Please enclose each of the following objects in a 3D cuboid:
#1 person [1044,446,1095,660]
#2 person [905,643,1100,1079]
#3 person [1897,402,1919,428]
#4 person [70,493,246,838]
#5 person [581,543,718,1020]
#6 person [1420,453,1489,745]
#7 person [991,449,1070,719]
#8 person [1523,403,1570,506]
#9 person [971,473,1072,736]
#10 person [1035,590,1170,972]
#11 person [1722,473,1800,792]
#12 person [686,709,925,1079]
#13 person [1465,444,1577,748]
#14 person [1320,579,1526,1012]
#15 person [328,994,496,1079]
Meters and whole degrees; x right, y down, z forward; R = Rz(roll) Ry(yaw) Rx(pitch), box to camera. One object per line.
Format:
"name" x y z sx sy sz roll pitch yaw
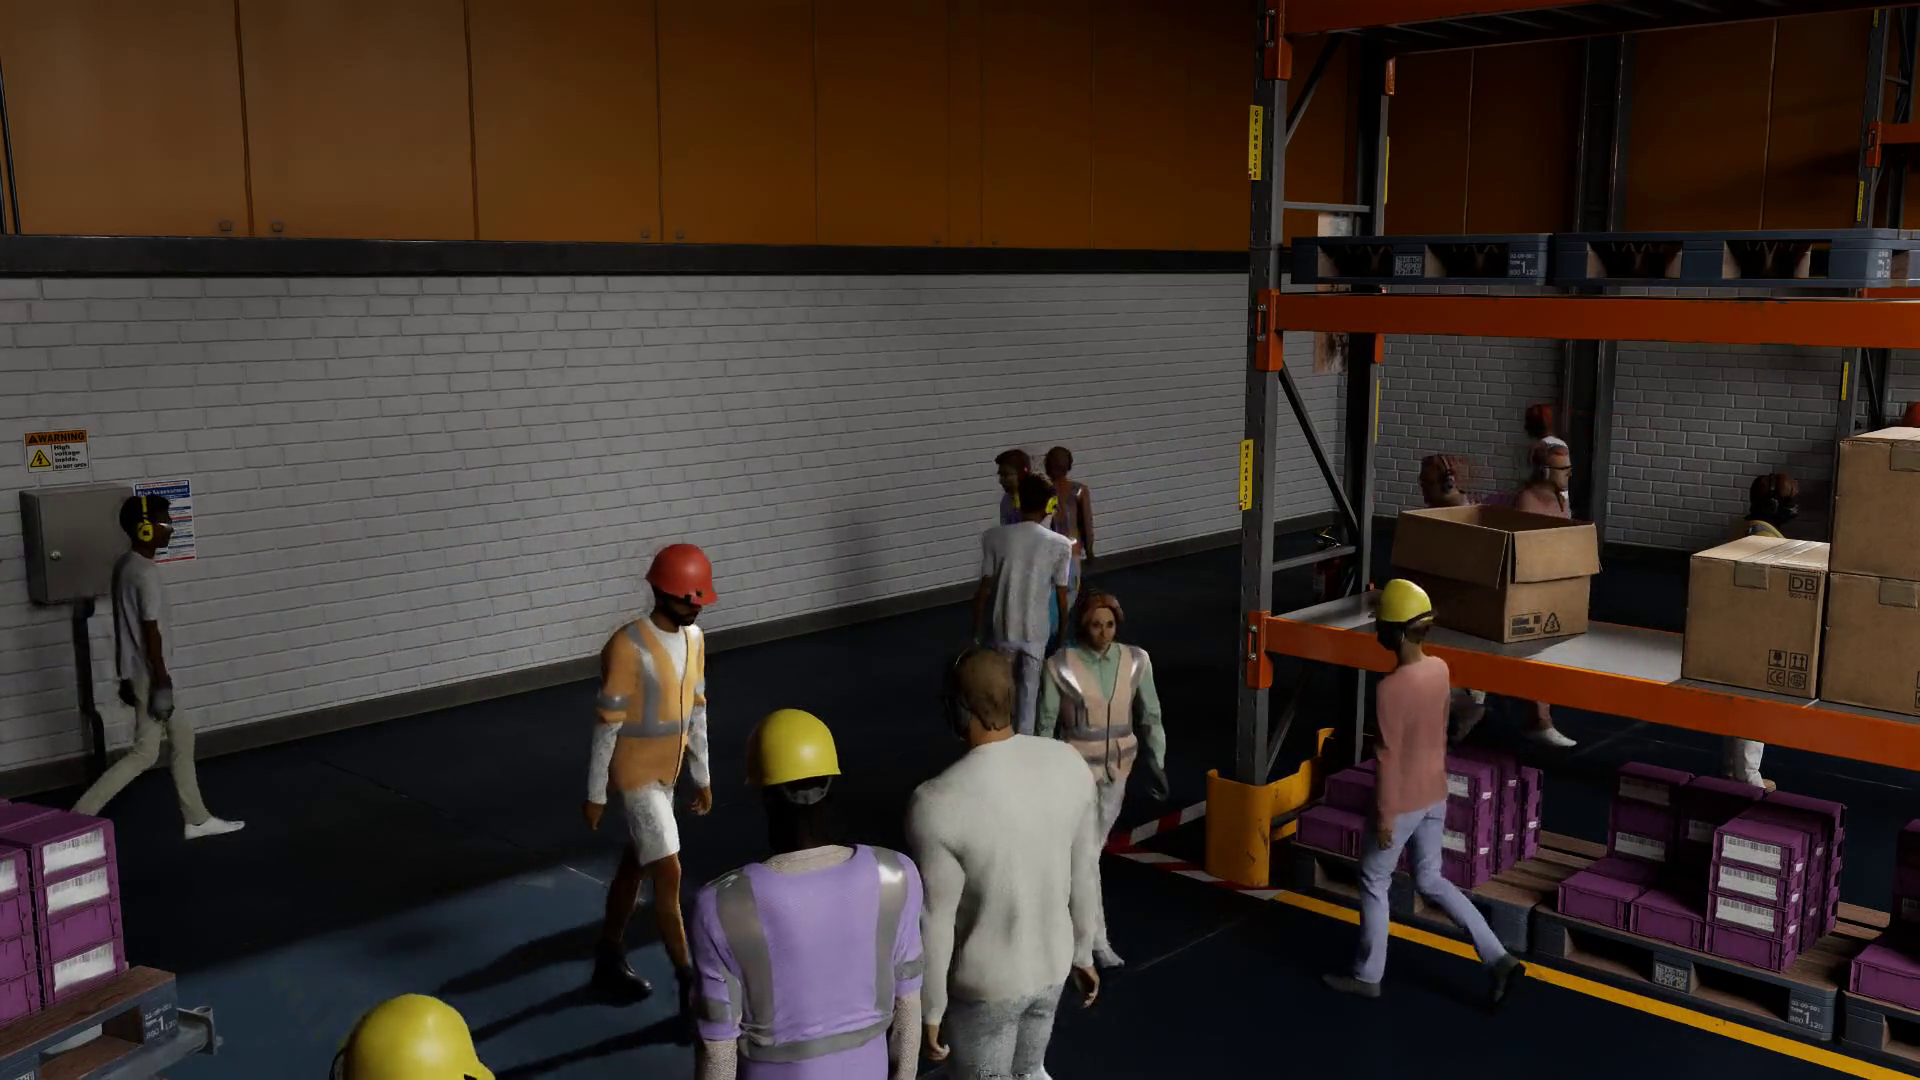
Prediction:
"person" 0.733 0.094 12.648 0.516 1.610 0.736 5 11 29
"person" 0.147 1.245 4.663 0.658 1.917 0.521 -7 12 -37
"person" 6.969 -0.008 12.108 0.610 1.993 0.380 -9 13 -43
"person" -4.140 0.685 8.352 0.873 1.843 0.526 -7 12 -36
"person" -1.140 0.951 6.592 0.901 1.874 0.596 4 10 21
"person" 2.871 0.418 9.831 0.513 1.877 0.673 0 9 2
"person" 0.385 0.314 10.740 0.964 1.781 0.604 -6 11 -31
"person" 4.744 -0.183 13.562 0.619 1.866 0.472 -8 12 -40
"person" 0.323 0.558 9.142 0.575 1.833 0.612 1 9 8
"person" 0.599 1.001 7.147 0.520 1.590 0.853 -3 10 -20
"person" 4.426 0.546 9.178 0.429 1.844 0.625 3 10 16
"person" -0.372 1.350 4.006 0.585 1.919 0.374 -5 10 -27
"person" 3.536 0.322 10.421 0.721 1.883 0.662 7 12 37
"person" 1.836 1.024 6.544 0.739 1.741 0.532 9 13 43
"person" -0.893 1.629 2.875 0.895 1.732 0.532 5 10 27
